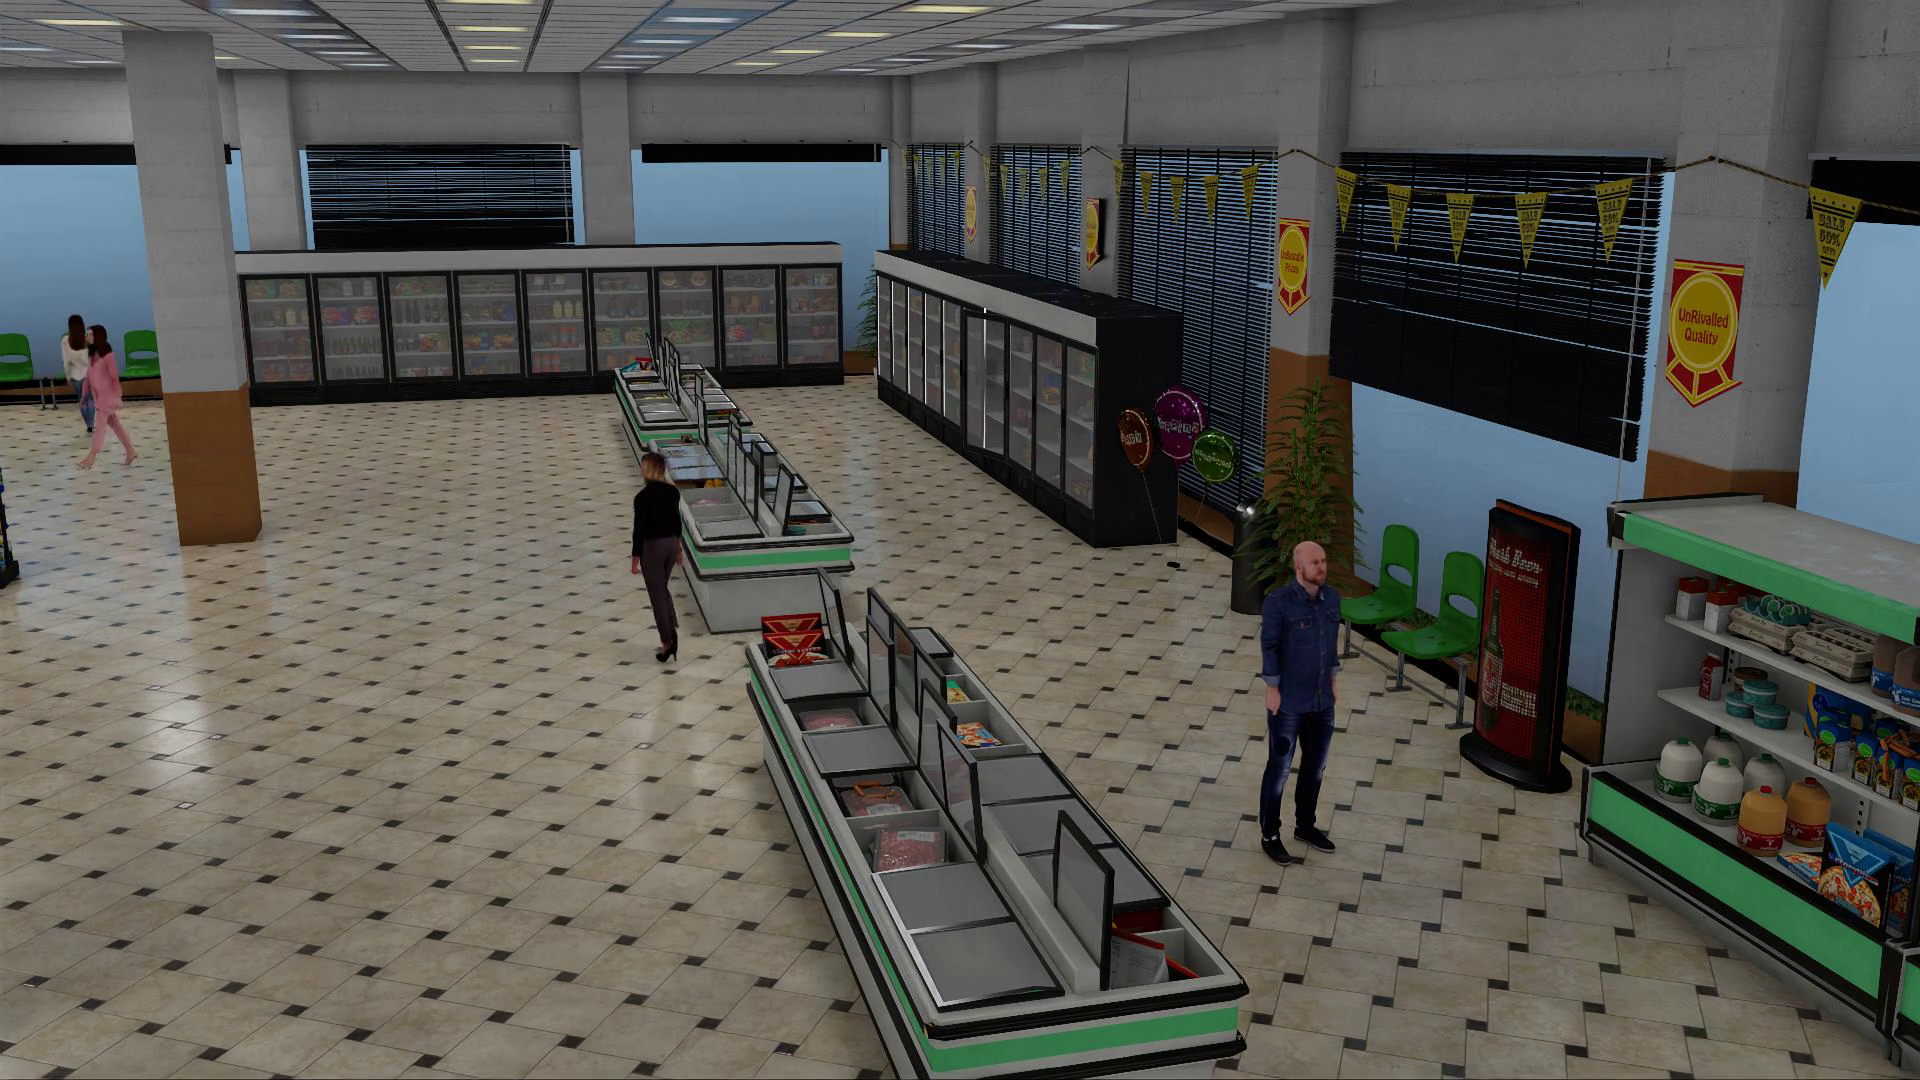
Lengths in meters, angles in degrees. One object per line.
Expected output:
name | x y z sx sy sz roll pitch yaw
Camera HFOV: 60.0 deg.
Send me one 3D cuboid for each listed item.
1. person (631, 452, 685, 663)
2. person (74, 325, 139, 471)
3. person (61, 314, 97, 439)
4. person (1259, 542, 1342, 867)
person | -2.255 0.155 12.824 0.758 1.662 0.705 9 16 32
person | -10.398 -1.737 20.415 1.093 1.761 1.129 9 16 32
person | -11.804 -2.170 22.433 0.675 1.651 1.135 -5 15 -20
person | 1.931 0.900 9.409 0.769 1.824 0.689 -8 16 -29
